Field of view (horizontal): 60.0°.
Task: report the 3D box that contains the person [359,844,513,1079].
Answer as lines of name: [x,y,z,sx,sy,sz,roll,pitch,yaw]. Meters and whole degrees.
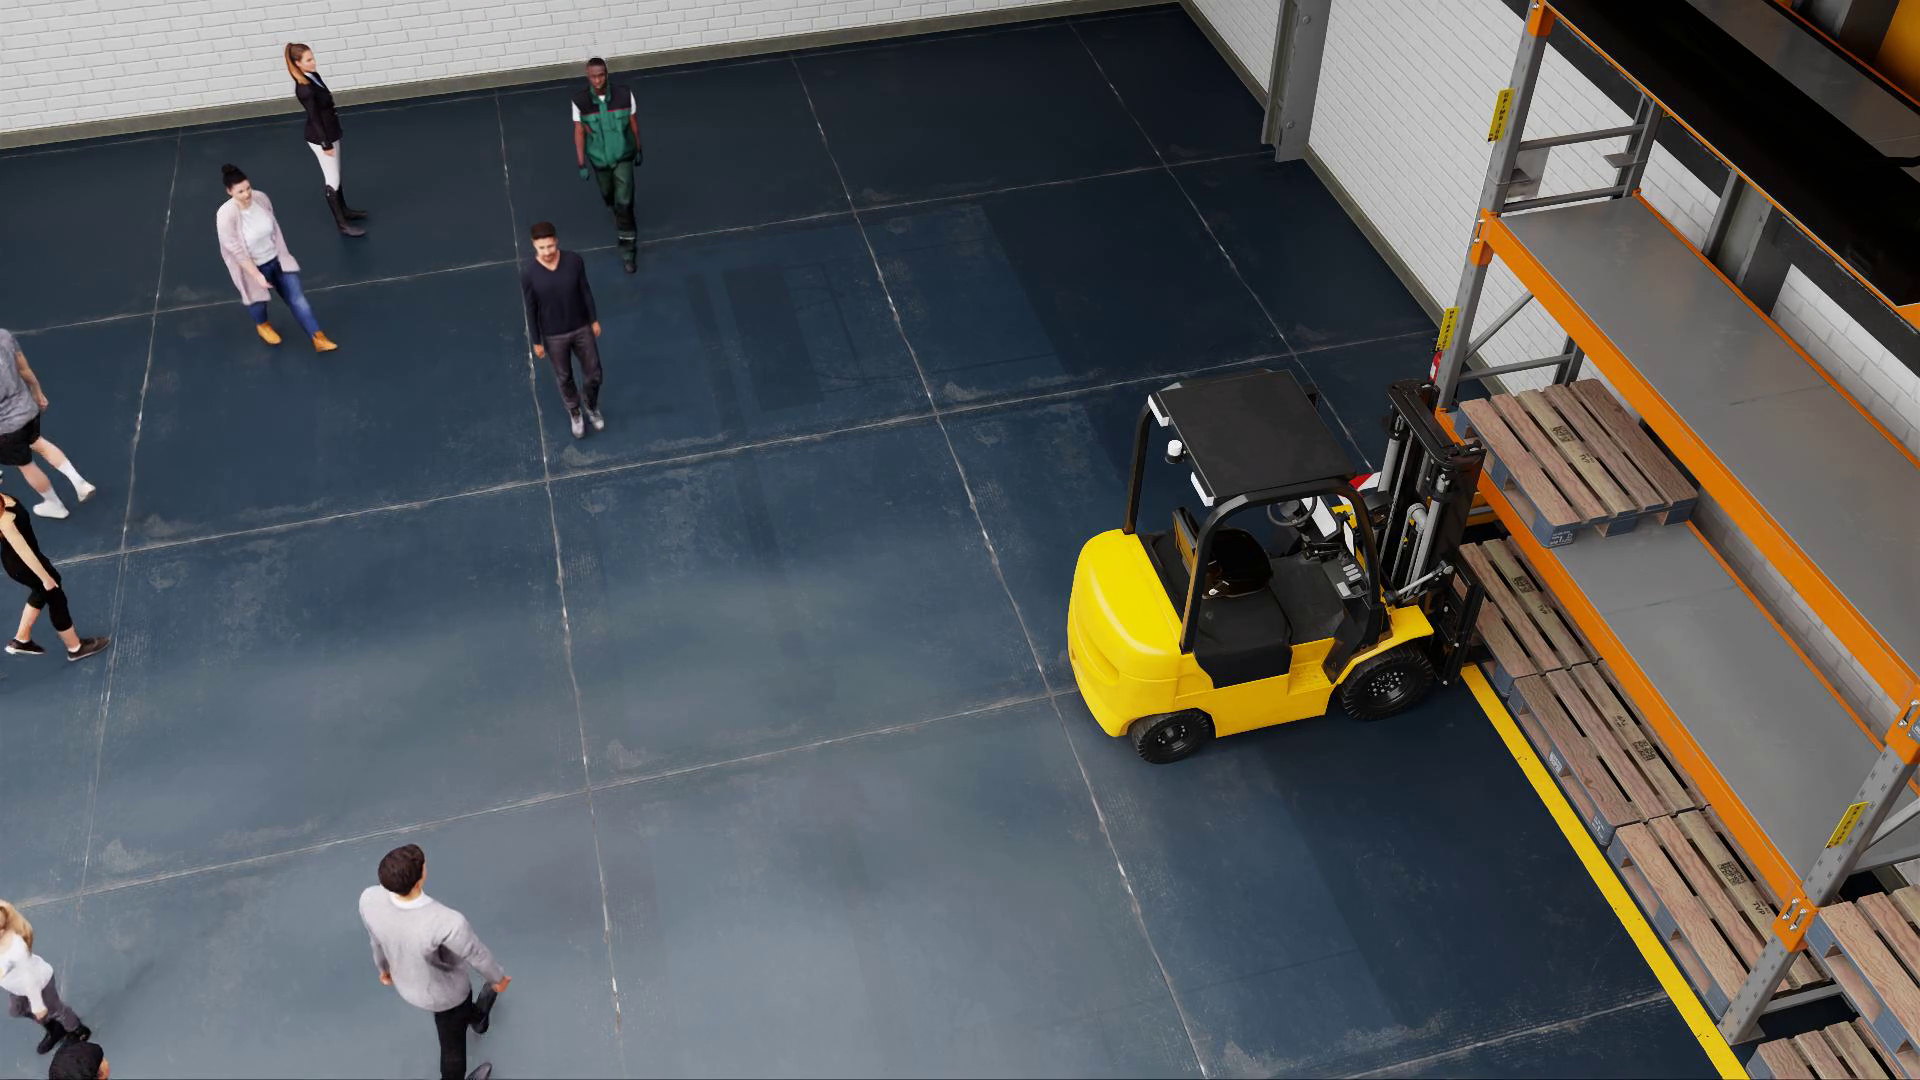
person: [-2.656,2.239,8.218,1.093,1.895,1.191,15,46,15]

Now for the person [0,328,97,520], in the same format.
person: [-6.476,-0.852,11.487,0.920,1.862,0.882,12,45,12]

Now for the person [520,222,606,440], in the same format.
person: [-2.923,-1.595,12.270,0.689,1.856,0.641,-14,45,-15]

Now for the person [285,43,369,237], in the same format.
person: [-5.464,-3.448,14.307,0.650,1.729,0.506,-7,44,-7]

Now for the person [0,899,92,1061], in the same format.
person: [-4.797,2.251,8.656,0.603,1.273,0.668,25,49,24]

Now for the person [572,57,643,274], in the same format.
person: [-2.955,-3.254,14.059,0.753,1.791,1.225,-8,44,-8]

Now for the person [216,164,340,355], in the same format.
person: [-5.540,-2.192,13.013,1.209,1.696,1.080,26,50,25]

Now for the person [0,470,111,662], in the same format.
person: [-5.982,0.179,10.510,0.844,1.715,0.843,-32,52,-29]
